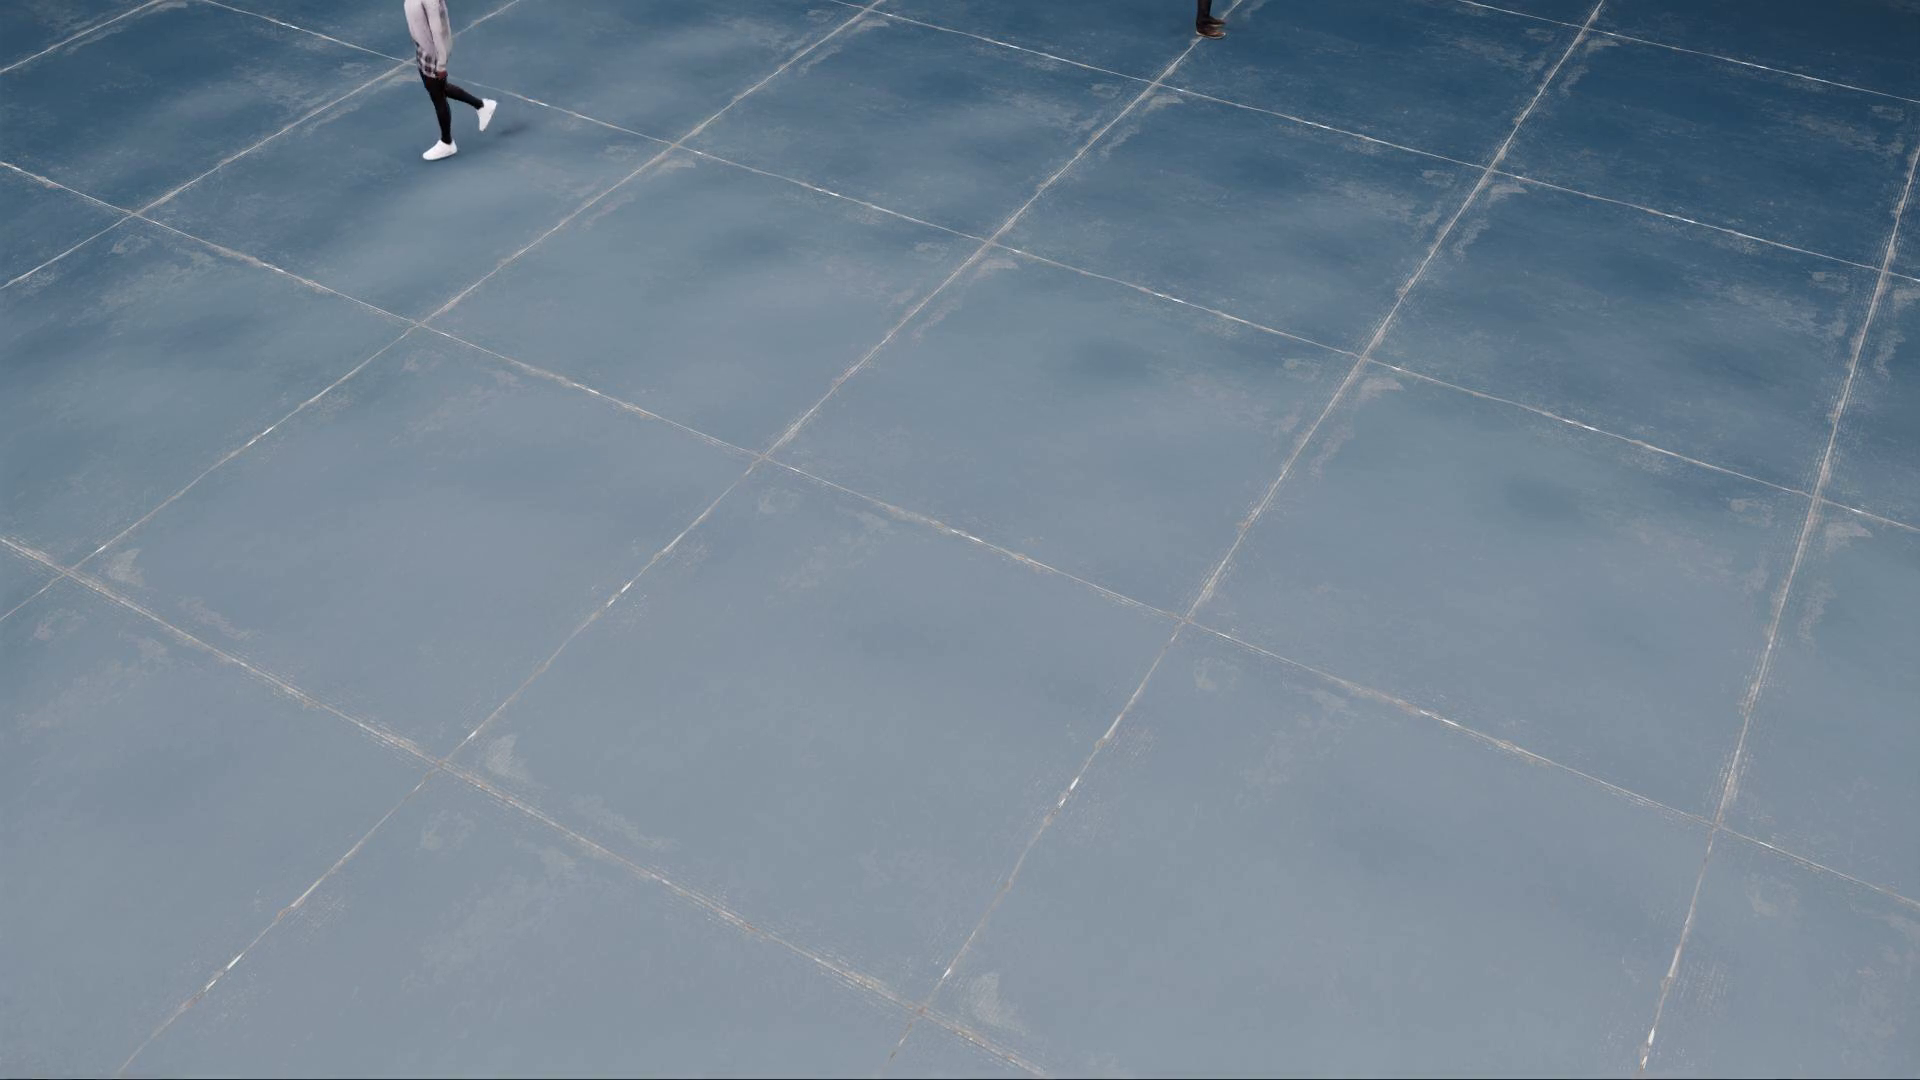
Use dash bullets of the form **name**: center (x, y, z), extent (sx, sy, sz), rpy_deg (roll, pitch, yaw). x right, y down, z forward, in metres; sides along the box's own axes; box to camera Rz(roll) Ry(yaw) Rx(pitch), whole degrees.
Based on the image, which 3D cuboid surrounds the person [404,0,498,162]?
- **person**: center (-4.113, -3.905, 13.216), extent (1.046, 1.762, 0.879), rpy_deg (-24, 48, -24)

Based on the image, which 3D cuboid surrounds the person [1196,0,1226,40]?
- **person**: center (2.297, -5.407, 14.865), extent (0.590, 1.768, 0.766), rpy_deg (-30, 50, -29)
